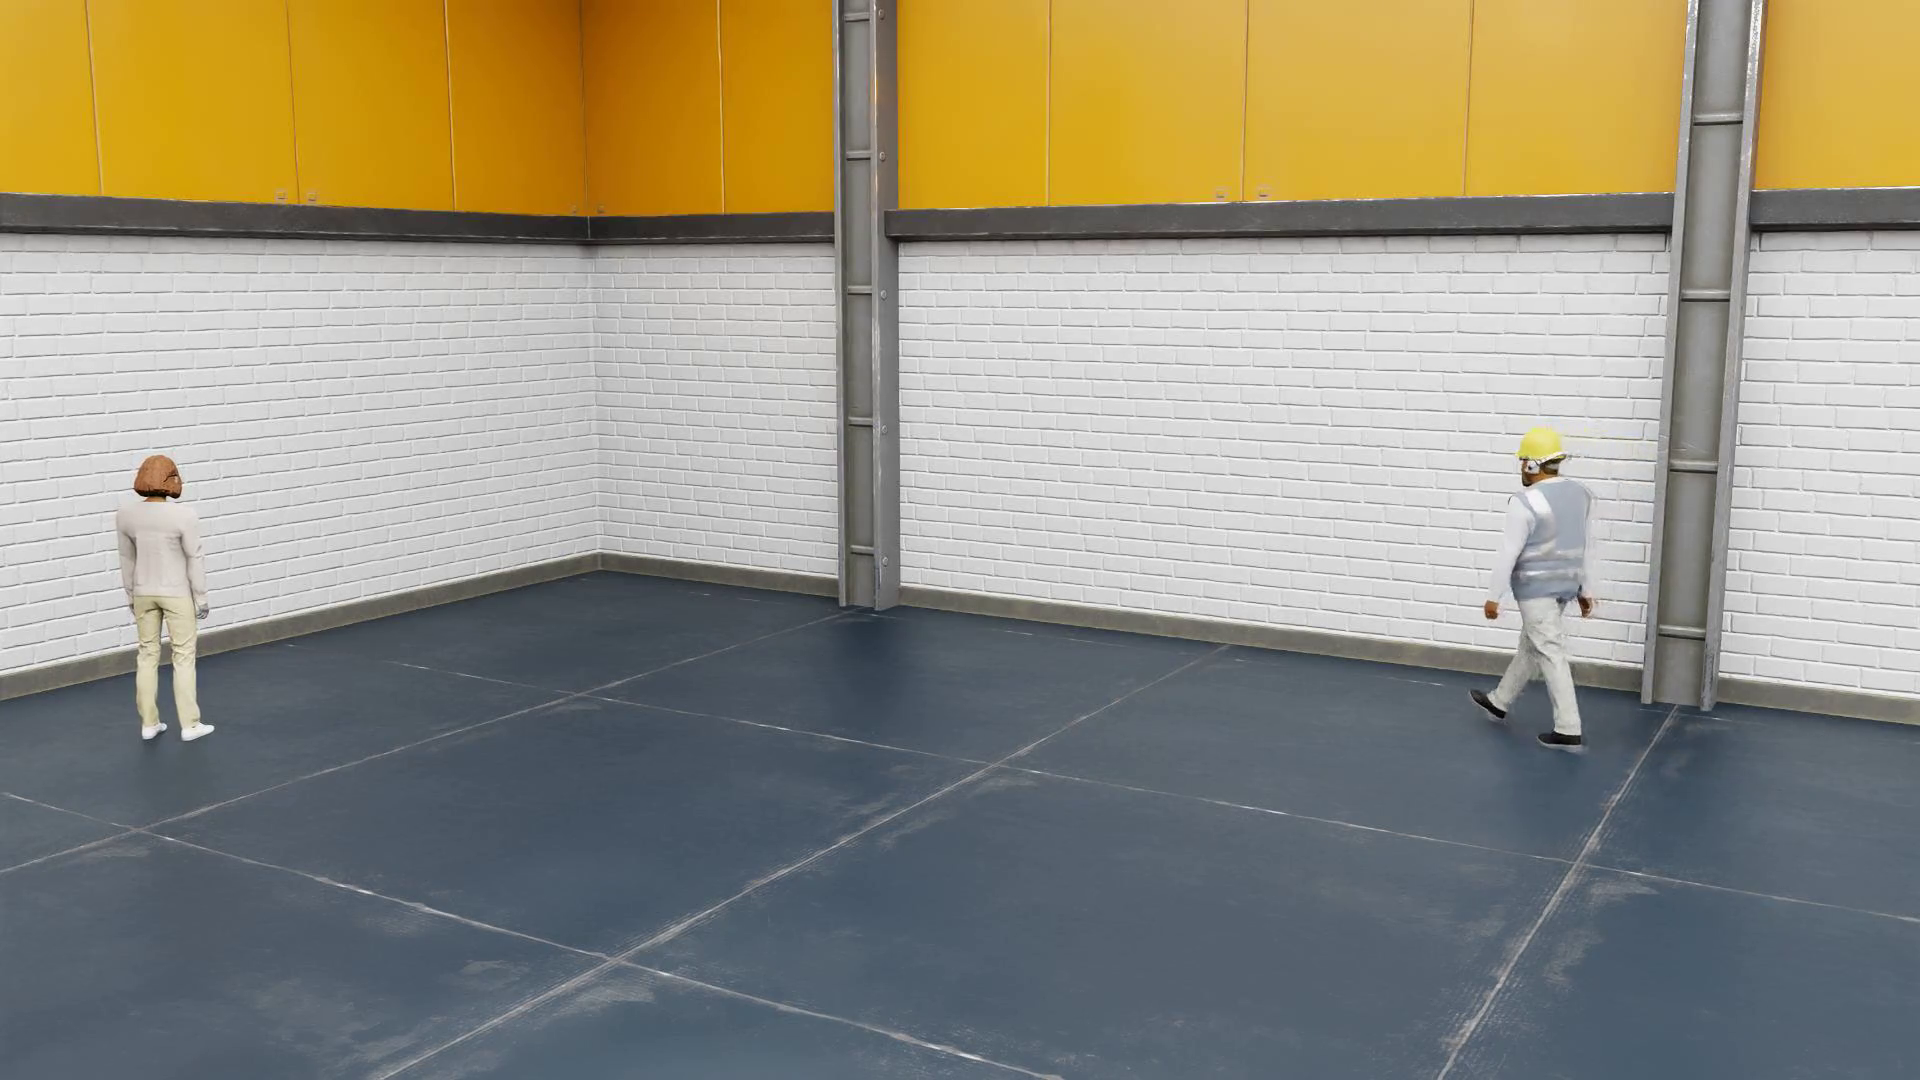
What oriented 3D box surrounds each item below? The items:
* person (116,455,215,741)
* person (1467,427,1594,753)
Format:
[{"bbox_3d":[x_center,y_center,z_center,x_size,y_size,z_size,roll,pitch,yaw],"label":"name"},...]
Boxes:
[{"bbox_3d":[-4.516,0.331,9.446,0.499,1.629,0.266,1,9,7],"label":"person"},{"bbox_3d":[3.227,0.255,9.419,0.617,1.779,0.929,-6,11,-33],"label":"person"}]
